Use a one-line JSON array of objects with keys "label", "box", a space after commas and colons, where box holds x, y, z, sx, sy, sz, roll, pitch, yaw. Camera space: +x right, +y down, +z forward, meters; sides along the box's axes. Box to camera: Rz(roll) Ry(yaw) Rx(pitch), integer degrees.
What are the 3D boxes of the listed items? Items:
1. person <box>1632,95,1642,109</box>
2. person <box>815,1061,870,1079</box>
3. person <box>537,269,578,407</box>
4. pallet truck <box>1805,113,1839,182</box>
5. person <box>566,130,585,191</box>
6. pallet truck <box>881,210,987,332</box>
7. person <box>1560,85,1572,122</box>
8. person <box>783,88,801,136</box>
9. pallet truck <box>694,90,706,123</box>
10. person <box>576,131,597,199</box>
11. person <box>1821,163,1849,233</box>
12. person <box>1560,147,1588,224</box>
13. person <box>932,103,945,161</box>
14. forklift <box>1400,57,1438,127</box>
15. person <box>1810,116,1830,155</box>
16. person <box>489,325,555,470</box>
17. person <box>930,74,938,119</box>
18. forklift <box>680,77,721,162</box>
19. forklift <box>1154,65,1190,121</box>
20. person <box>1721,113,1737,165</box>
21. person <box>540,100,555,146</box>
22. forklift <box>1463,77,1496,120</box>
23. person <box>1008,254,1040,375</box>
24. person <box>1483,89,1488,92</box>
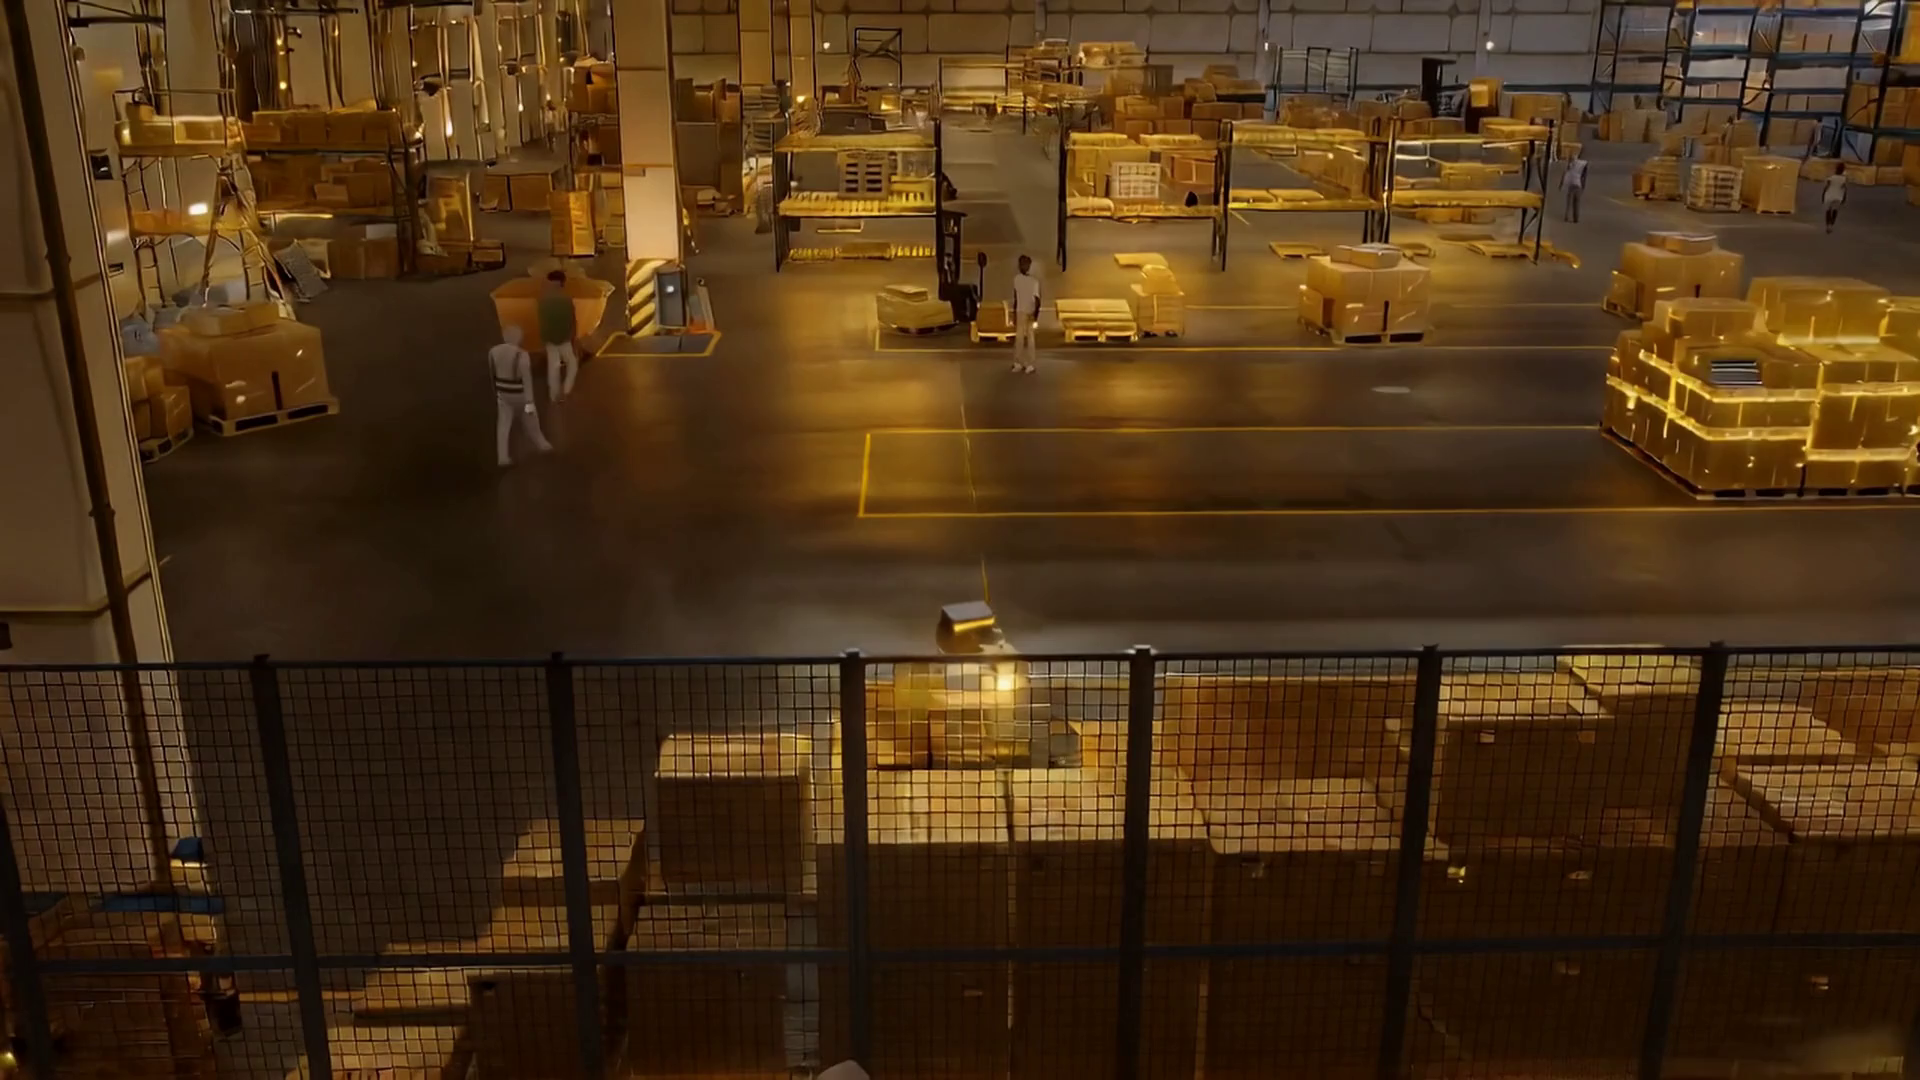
[{"label": "person", "box": [26.574, -16.668, 65.315, 0.876, 1.592, 0.536, -2, 19, -7]}, {"label": "person", "box": [-0.467, 2.937, 6.616, 0.547, 1.934, 0.375, 10, 21, 27]}, {"label": "person", "box": [-5.748, -2.888, 23.834, 0.622, 1.979, 0.464, 6, 19, 16]}, {"label": "pallet truck", "box": [26.403, -11.957, 50.702, 0.823, 1.965, 1.885, 6, 19, 16]}, {"label": "person", "box": [-10.873, -10.665, 47.105, 0.513, 1.845, 0.334, -5, 19, -15]}, {"label": "pallet truck", "box": [-0.493, -4.759, 29.349, 1.885, 1.965, 0.823, -13, 23, -34]}, {"label": "person", "box": [23.798, -16.852, 65.315, 0.366, 1.938, 0.630, 17, 25, 41]}, {"label": "person", "box": [-6.577, -16.735, 65.081, 0.617, 1.883, 1.077, -7, 20, -19]}, {"label": "pallet truck", "box": [-9.671, -15.907, 62.421, 0.823, 1.965, 1.885, 5, 19, 15]}, {"label": "person", "box": [-10.401, -10.456, 46.467, 0.579, 1.851, 0.855, -3, 19, -9]}, {"label": "person", "box": [21.183, -8.275, 40.281, 0.534, 1.670, 0.782, 7, 20, 19]}, {"label": "person", "box": [15.465, -8.926, 41.858, 0.388, 1.908, 0.584, -16, 25, -40]}, {"label": "person", "box": [-0.743, -13.786, 56.219, 0.371, 1.941, 0.627, 10, 21, 28]}, {"label": "forklift", "box": [19.347, -18.501, 68.755, 1.873, 2.768, 1.129, -1, 19, -1]}, {"label": "person", "box": [26.874, -12.428, 52.185, 0.653, 1.938, 0.643, -5, 19, -16]}, {"label": "person", "box": [-5.571, -1.832, 20.980, 0.624, 1.791, 0.954, 7, 20, 19]}, {"label": "person", "box": [-1.076, -19.444, 73.022, 0.378, 1.928, 0.542, -9, 21, -25]}, {"label": "forklift", "box": [-8.944, -13.866, 55.007, 1.873, 2.768, 1.129, -1, 19, -1]}, {"label": "forklift", "box": [7.665, -16.455, 62.686, 1.873, 2.768, 1.129, 11, 22, 30]}, {"label": "person", "box": [24.206, -12.513, 52.504, 0.405, 1.903, 0.636, 4, 19, 12]}, {"label": "person", "box": [-15.265, -15.413, 61.514, 0.515, 1.636, 0.314, 1, 19, 2]}, {"label": "forklift", "box": [17.208, -13.983, 55.353, 1.129, 2.768, 1.873, -1, 19, -2]}, {"label": "person", "box": [1.009, -3.504, 25.821, 0.521, 1.873, 0.334, 15, 24, 38]}, {"label": "person", "box": [19.804, -16.032, 62.831, 0.641, 1.964, 0.797, 17, 25, 41]}]
